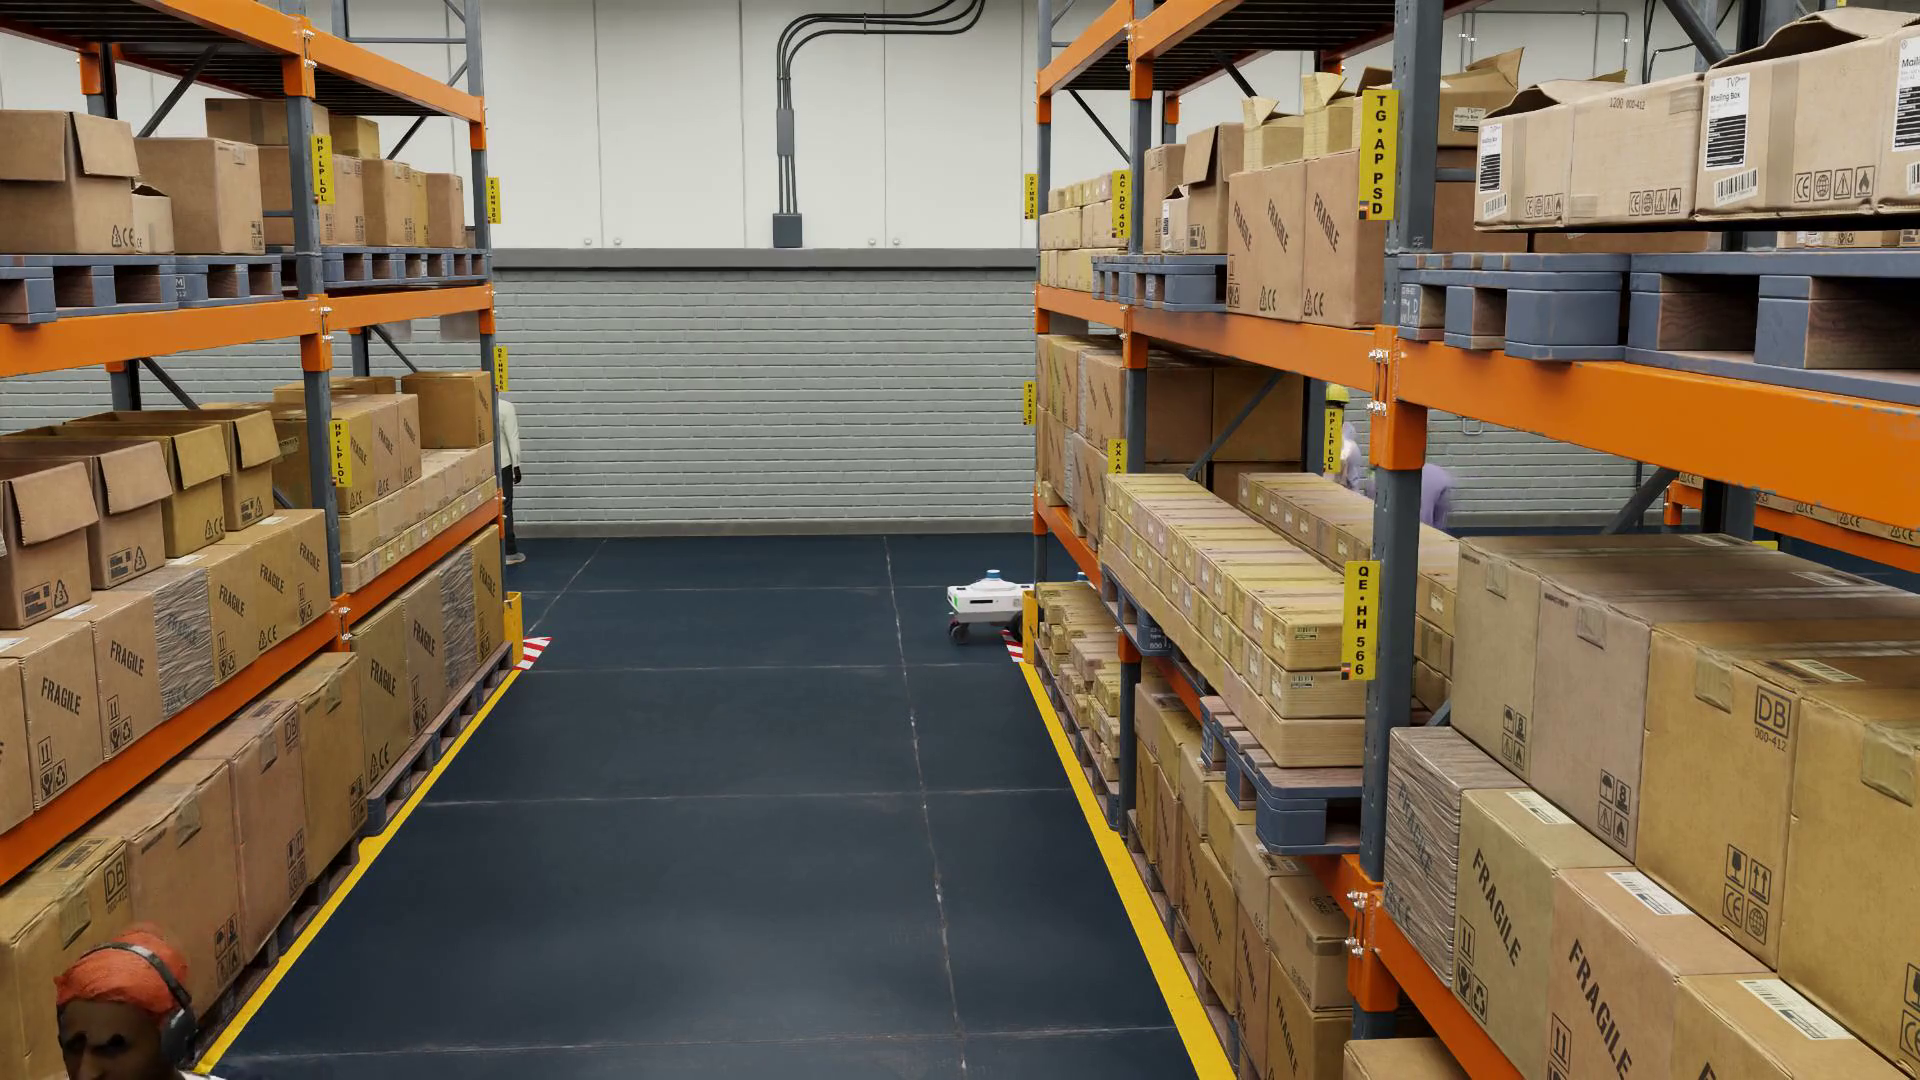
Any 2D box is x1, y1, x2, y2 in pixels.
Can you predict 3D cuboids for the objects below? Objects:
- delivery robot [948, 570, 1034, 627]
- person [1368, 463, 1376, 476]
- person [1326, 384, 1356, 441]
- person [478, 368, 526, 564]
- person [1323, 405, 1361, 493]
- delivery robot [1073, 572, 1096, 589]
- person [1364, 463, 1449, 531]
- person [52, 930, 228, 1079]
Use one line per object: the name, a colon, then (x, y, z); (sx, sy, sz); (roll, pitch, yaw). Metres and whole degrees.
delivery robot: (0.261, 0.482, 13.201); (0.707, 0.478, 0.477); (-2, 10, -9)
person: (3.908, -0.424, 15.030); (0.429, 1.843, 0.627); (3, 10, 19)
person: (3.395, -0.470, 15.144); (0.799, 1.888, 0.607); (-8, 12, -38)
person: (-4.630, -0.744, 16.488); (0.609, 1.986, 0.391); (2, 10, 10)
person: (3.083, -0.272, 14.264); (0.674, 1.801, 0.777); (4, 10, 20)
delivery robot: (0.973, 0.495, 13.120); (0.707, 0.478, 0.477); (-5, 11, -28)
person: (3.133, 0.120, 11.739); (0.630, 1.887, 1.084); (-1, 10, -4)
person: (-1.433, 1.624, 2.899); (0.606, 1.859, 0.774); (0, 10, -1)
